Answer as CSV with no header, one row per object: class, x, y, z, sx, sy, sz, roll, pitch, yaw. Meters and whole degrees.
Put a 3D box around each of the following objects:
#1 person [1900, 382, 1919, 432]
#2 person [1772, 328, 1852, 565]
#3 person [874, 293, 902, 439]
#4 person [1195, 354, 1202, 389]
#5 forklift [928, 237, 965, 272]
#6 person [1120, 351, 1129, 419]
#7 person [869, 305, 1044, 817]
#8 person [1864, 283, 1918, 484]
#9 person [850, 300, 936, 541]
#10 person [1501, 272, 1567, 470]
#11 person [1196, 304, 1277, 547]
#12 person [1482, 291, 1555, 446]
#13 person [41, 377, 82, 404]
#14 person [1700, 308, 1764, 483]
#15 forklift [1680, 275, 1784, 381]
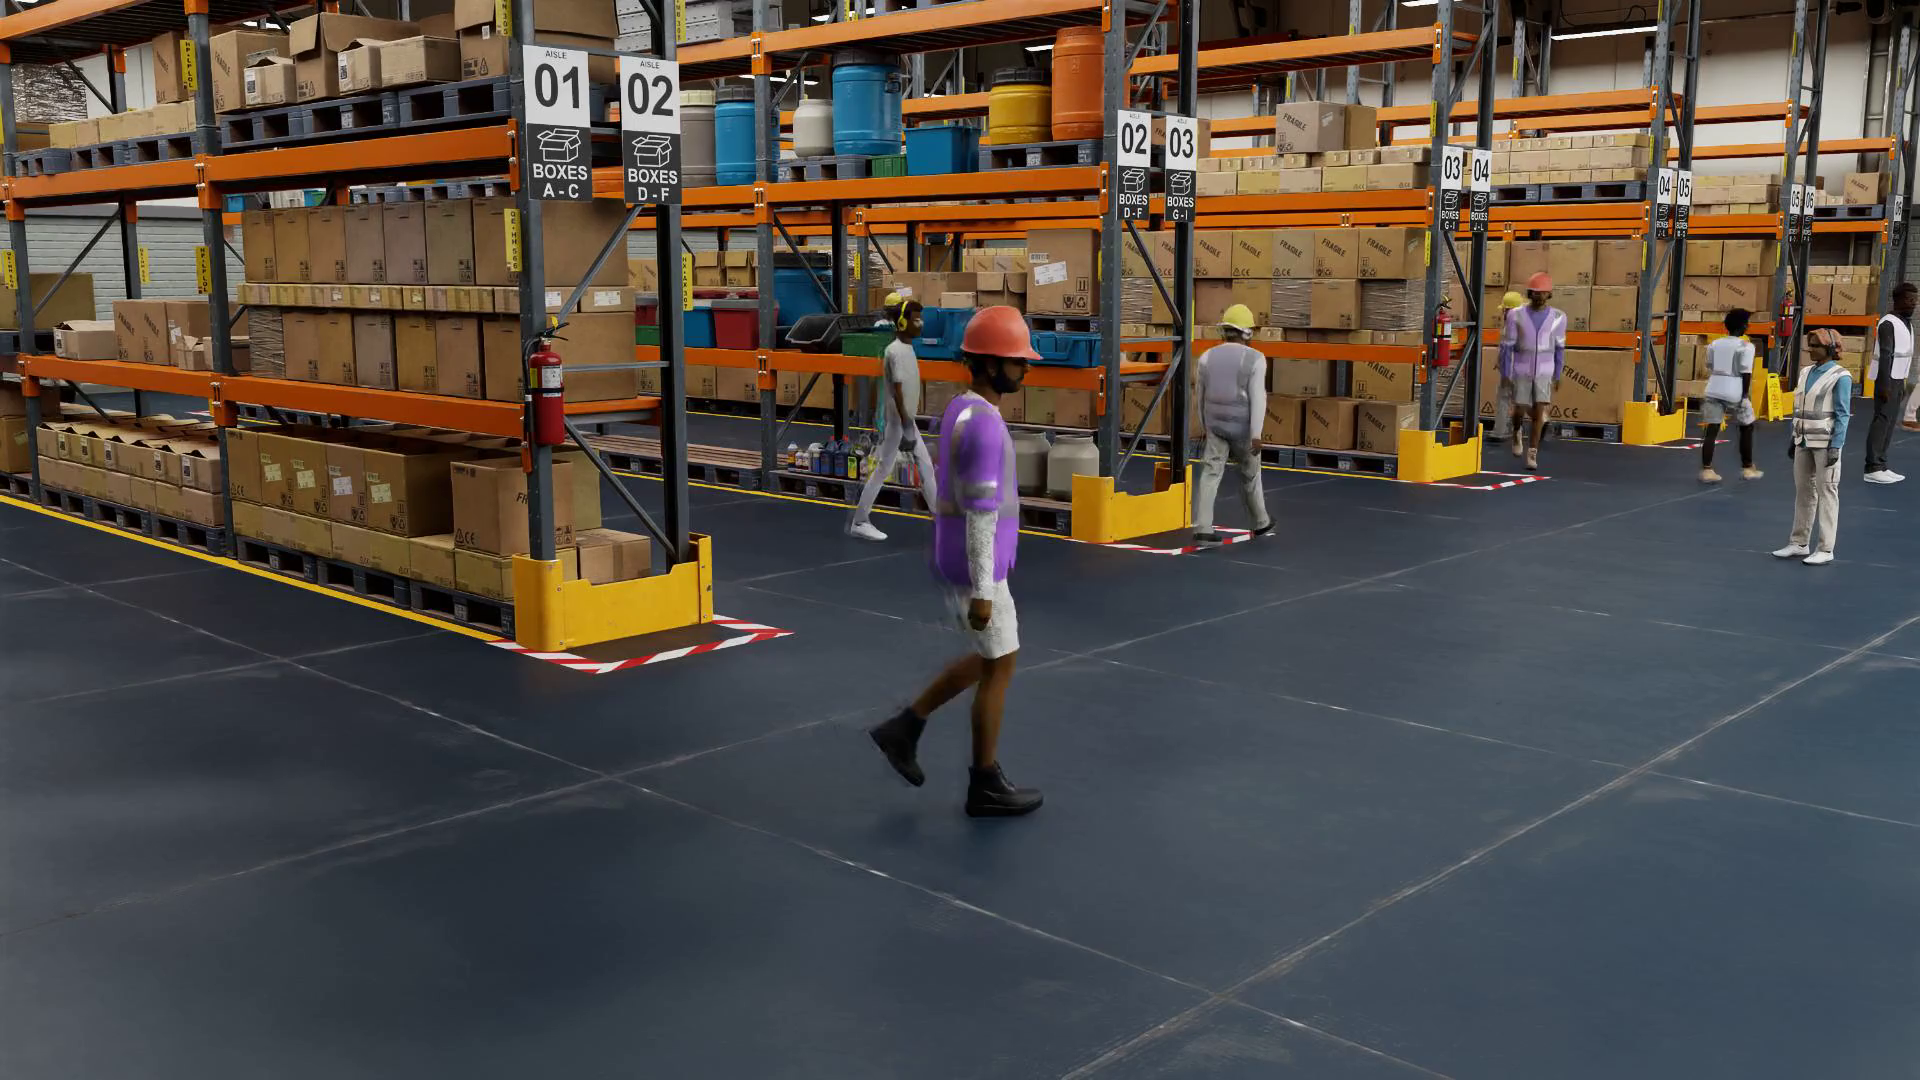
person,12.345,-2.289,20.750,0.597,1.925,1.071,-6,11,-34
person,5.999,-0.658,11.640,0.308,1.641,0.514,-2,9,-10
person,-0.796,-2.068,19.905,0.523,1.769,0.310,-8,12,-40
person,3.483,-2.674,22.933,0.394,1.987,0.623,9,13,44
forklift,-0.326,-5.817,39.609,1.129,2.768,1.873,9,13,43
person,2.074,-2.682,22.972,0.673,1.992,0.770,-6,11,-33
person,0.014,0.088,6.208,0.577,1.919,0.556,-1,9,-8
person,8.992,-1.520,16.081,0.379,1.916,0.591,9,13,42
person,-0.399,-0.884,12.498,0.999,1.814,0.549,3,10,15
person,5.928,-1.760,17.220,0.627,2.022,0.661,2,9,11
person,2.045,-0.848,12.359,0.614,1.782,0.953,8,12,40
person,6.451,-1.960,19.151,0.591,1.798,0.805,-7,12,-36
person,-10.521,-2.112,19.709,0.966,1.918,0.616,6,11,32
person,7.471,-1.385,16.016,0.738,1.670,0.538,-5,11,-28
forklift,12.480,-3.427,27.053,1.214,2.155,2.313,9,13,43
